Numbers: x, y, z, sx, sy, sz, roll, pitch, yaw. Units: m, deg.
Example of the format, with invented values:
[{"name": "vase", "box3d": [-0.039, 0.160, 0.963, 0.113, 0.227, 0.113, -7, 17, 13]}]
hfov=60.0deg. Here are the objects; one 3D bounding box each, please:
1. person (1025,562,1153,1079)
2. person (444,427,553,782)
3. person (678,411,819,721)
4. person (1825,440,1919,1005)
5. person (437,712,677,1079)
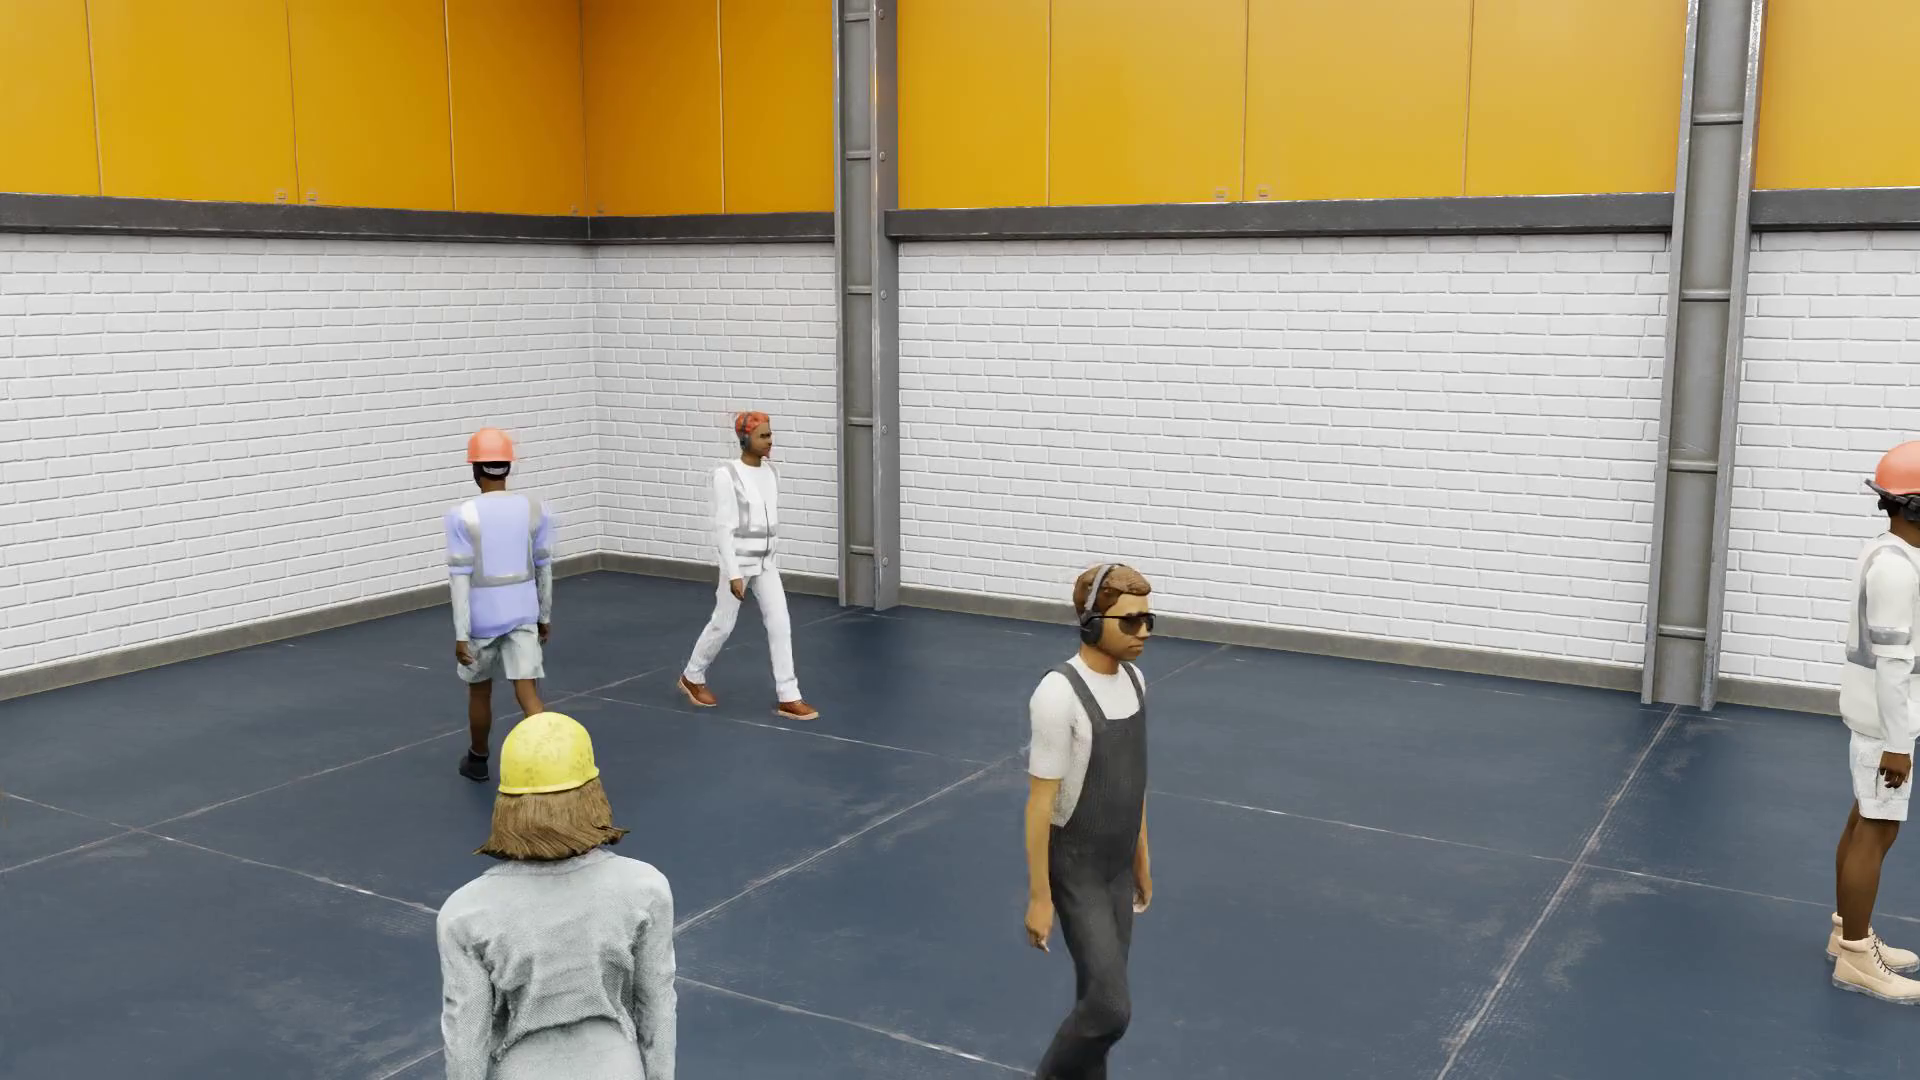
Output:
[{"name": "person", "box3d": [0.403, 0.971, 4.808, 0.399, 1.829, 0.546, 7, 11, 35]}, {"name": "person", "box3d": [-2.295, 0.377, 8.368, 0.564, 1.889, 1.007, -6, 11, -35]}, {"name": "person", "box3d": [-1.311, 0.141, 9.973, 0.964, 1.848, 0.568, 7, 11, 36]}, {"name": "person", "box3d": [3.441, 0.654, 6.120, 0.366, 2.048, 0.610, 4, 10, 25]}, {"name": "person", "box3d": [-0.839, 1.222, 3.535, 0.485, 1.739, 0.313, -3, 10, -21]}]
